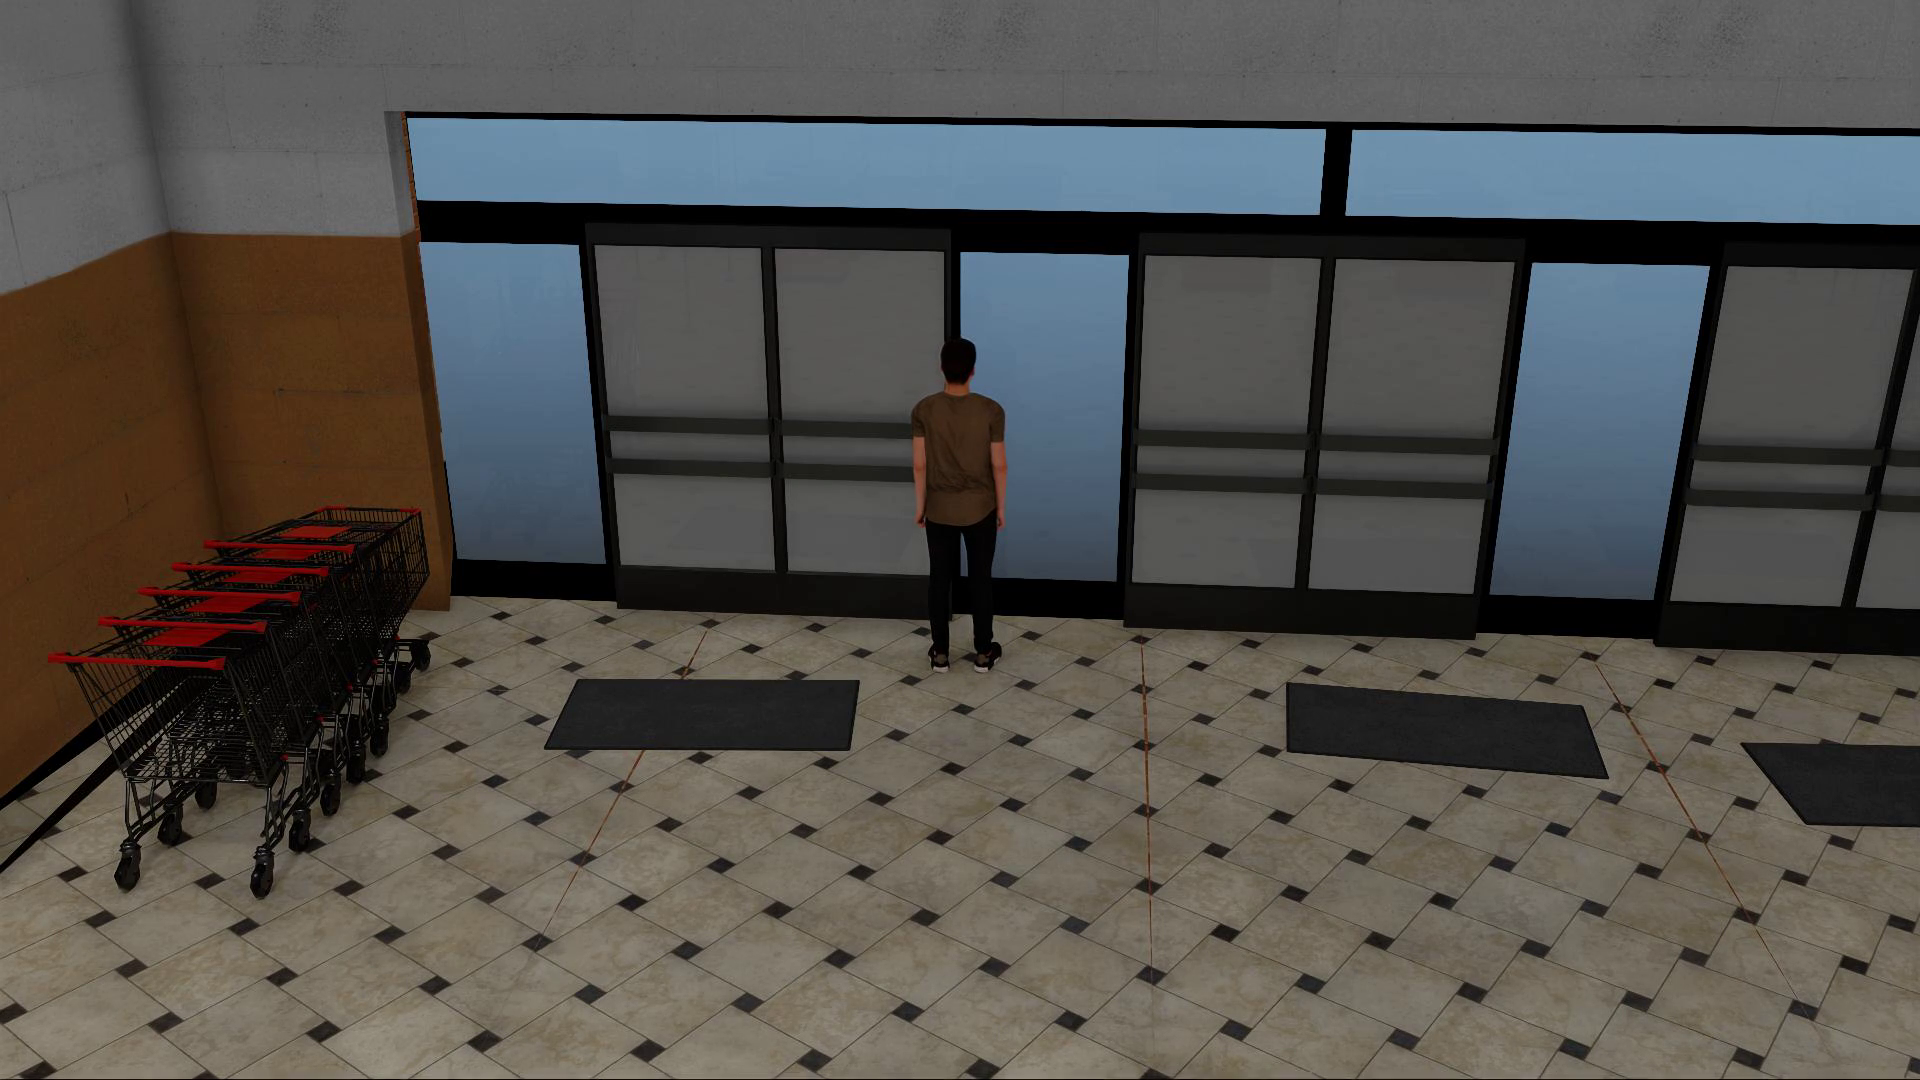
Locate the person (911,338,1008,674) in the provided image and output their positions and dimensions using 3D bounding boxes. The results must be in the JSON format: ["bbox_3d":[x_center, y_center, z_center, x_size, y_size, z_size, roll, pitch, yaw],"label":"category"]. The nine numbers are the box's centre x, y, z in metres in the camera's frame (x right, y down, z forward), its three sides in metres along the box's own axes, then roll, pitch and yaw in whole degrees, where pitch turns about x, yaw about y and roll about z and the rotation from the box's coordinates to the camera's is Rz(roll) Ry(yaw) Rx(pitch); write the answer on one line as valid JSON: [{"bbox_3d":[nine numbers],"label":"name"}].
[{"bbox_3d":[-0.002,-0.174,8.863,0.646,1.852,0.542,2,22,5],"label":"person"}]
